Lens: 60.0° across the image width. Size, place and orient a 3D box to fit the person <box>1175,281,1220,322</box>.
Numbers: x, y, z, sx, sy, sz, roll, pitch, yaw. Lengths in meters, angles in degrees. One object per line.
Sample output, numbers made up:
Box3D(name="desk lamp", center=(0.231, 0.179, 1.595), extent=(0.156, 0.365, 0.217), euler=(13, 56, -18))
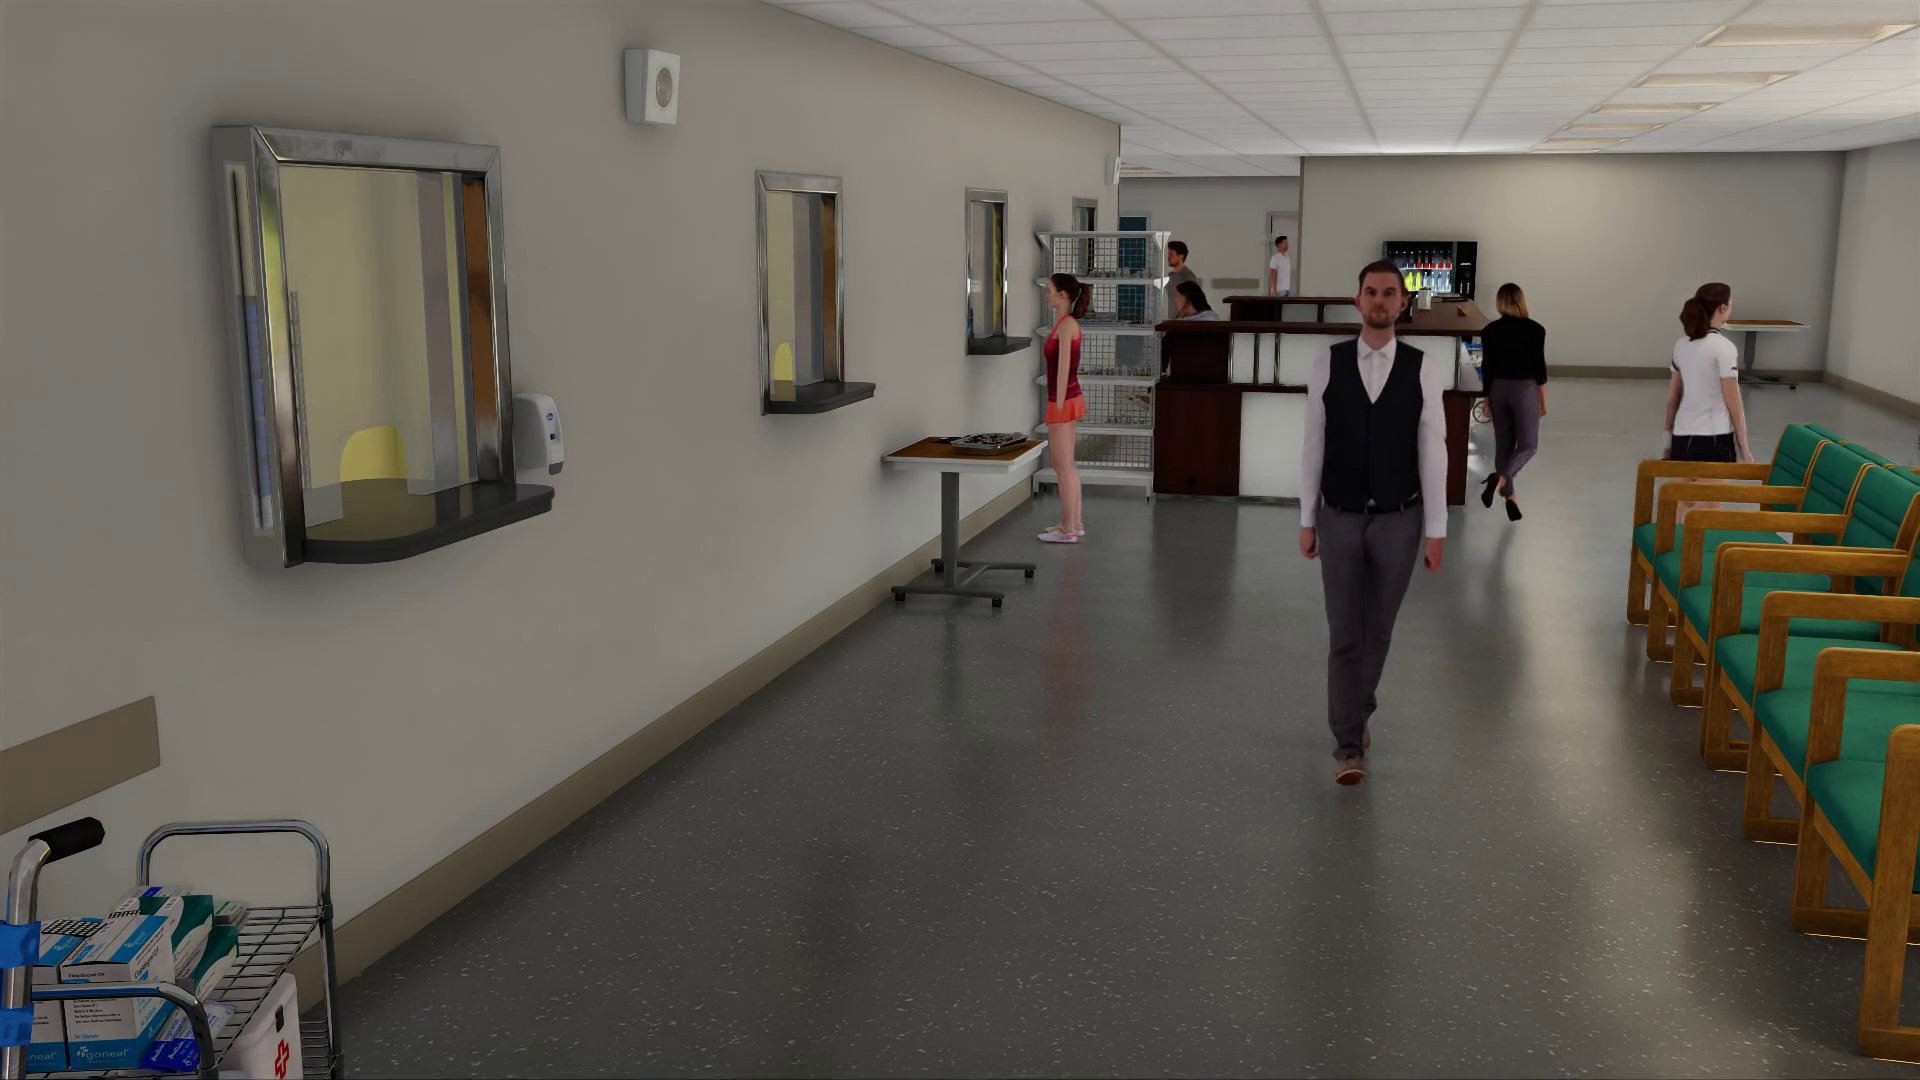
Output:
Box3D(name="person", center=(1.960, -1.302, 13.551), extent=(0.681, 1.612, 0.790), euler=(6, 12, 30))

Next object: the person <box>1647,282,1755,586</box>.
Box3D(name="person", center=(3.977, -0.510, 9.020), extent=(0.861, 1.743, 0.794), euler=(-4, 12, -22))

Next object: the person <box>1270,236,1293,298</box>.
Box3D(name="person", center=(5.555, -4.375, 29.108), extent=(0.886, 1.849, 0.836), euler=(9, 14, 41))

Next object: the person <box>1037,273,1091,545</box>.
Box3D(name="person", center=(0.684, -0.867, 10.889), extent=(0.567, 1.749, 0.577), euler=(1, 11, 8))

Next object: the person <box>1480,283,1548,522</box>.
Box3D(name="person", center=(3.756, -0.909, 11.380), extent=(0.896, 1.649, 0.878), euler=(9, 14, 39))

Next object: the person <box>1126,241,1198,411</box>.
Box3D(name="person", center=(2.482, -2.287, 18.138), extent=(1.287, 1.835, 1.186), euler=(-5, 12, -25))

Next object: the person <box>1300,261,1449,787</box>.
Box3D(name="person", center=(1.547, -0.065, 6.283), extent=(1.180, 1.890, 0.799), euler=(2, 11, 11))
